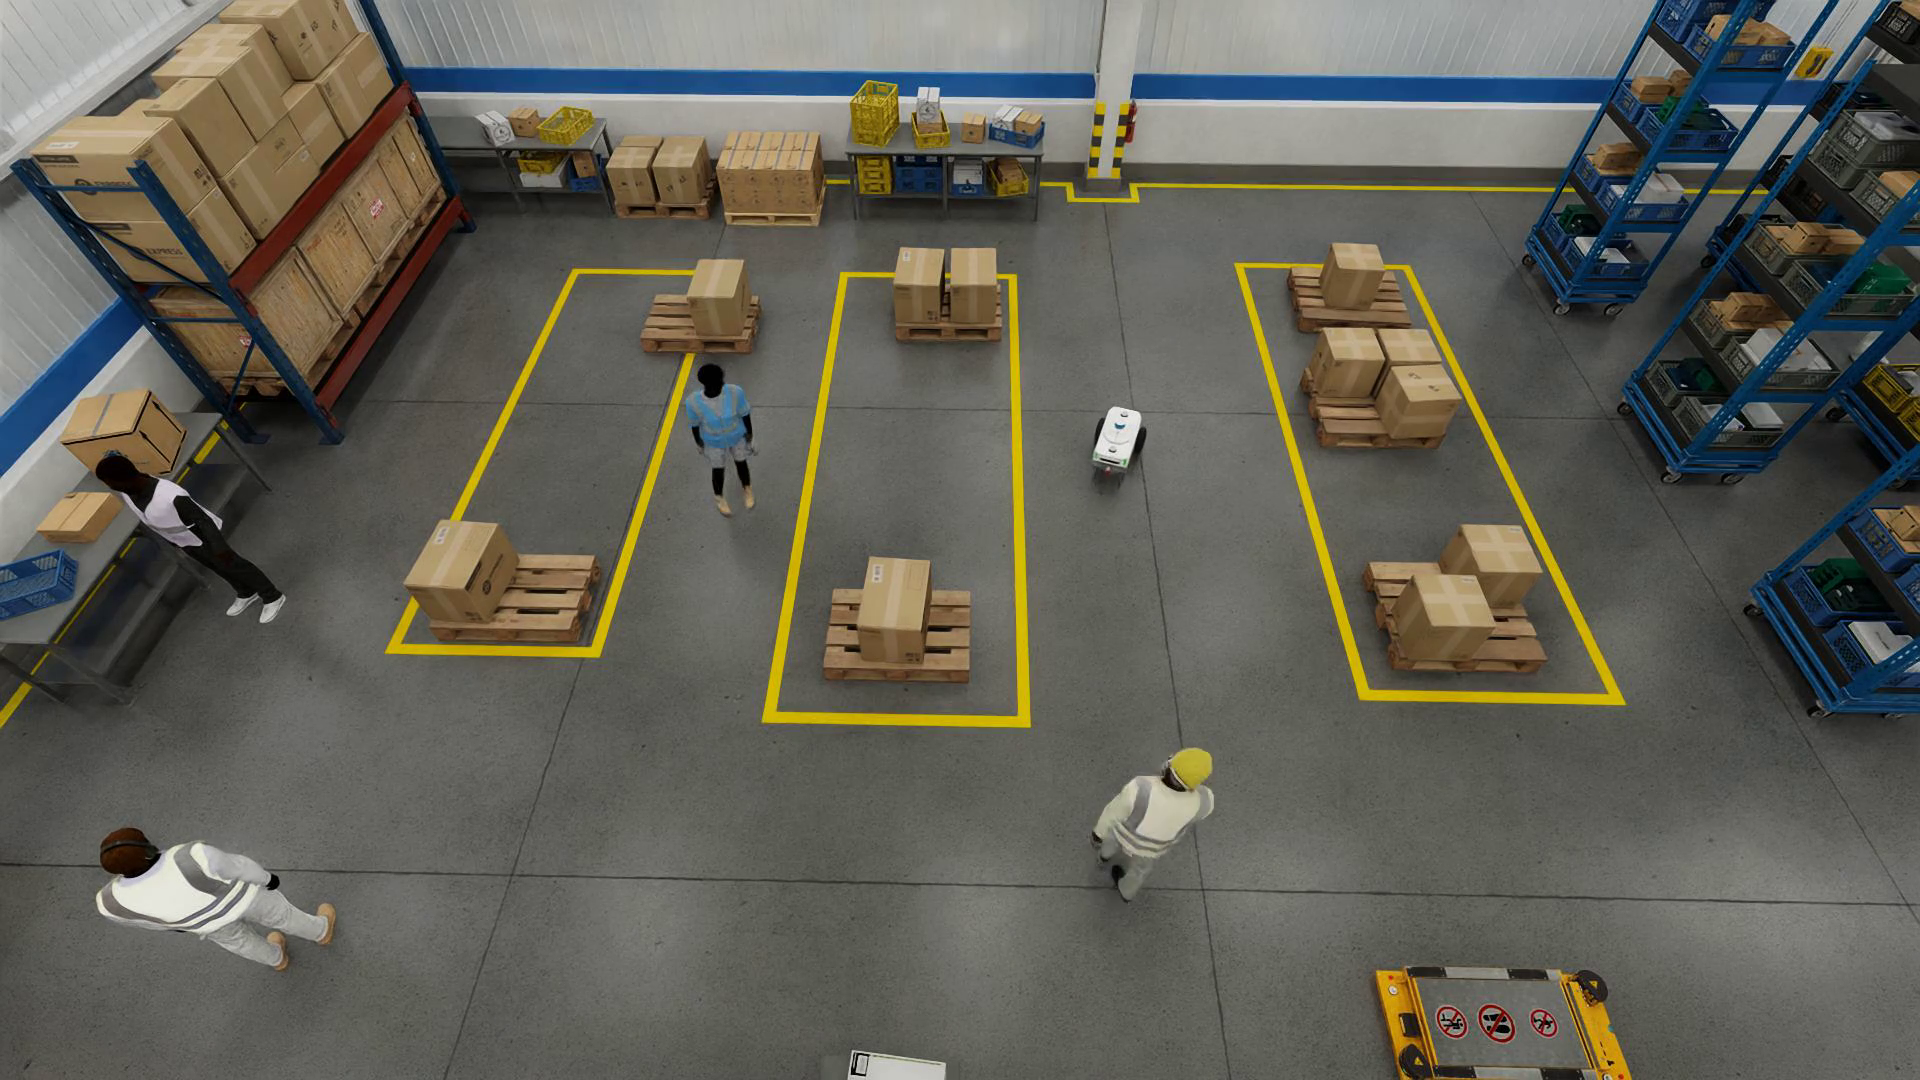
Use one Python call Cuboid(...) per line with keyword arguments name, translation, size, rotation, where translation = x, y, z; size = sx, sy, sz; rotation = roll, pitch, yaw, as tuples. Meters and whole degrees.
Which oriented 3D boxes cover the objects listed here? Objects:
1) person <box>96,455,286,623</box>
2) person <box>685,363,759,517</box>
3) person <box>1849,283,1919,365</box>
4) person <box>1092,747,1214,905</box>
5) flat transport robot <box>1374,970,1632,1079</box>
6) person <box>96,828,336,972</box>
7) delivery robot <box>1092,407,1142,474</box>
Cuboid(name="person", translation=(-6.197, -0.021, 7.434), size=(0.587, 1.913, 0.391), rotation=(13, 52, 10))
Cuboid(name="person", translation=(-2.125, -0.919, 8.307), size=(0.555, 1.694, 0.365), rotation=(-18, 53, -14))
Cuboid(name="person", translation=(10.185, -2.536, 9.659), size=(0.515, 1.636, 0.314), rotation=(-9, 51, -7))
Cuboid(name="person", translation=(1.229, 1.834, 6.014), size=(0.670, 1.778, 0.604), rotation=(9, 51, 7))
Cuboid(name="flat transport robot", translation=(3.501, 3.133, 5.914), size=(1.431, 0.197, 0.652), rotation=(1, 51, 1))
Cuboid(name="person", translation=(-4.578, 2.215, 5.656), size=(0.620, 1.845, 0.429), rotation=(-26, 56, -20))
Cuboid(name="delivery robot", translation=(1.552, -0.992, 9.037), size=(0.477, 0.478, 0.707), rotation=(15, 52, 12))
